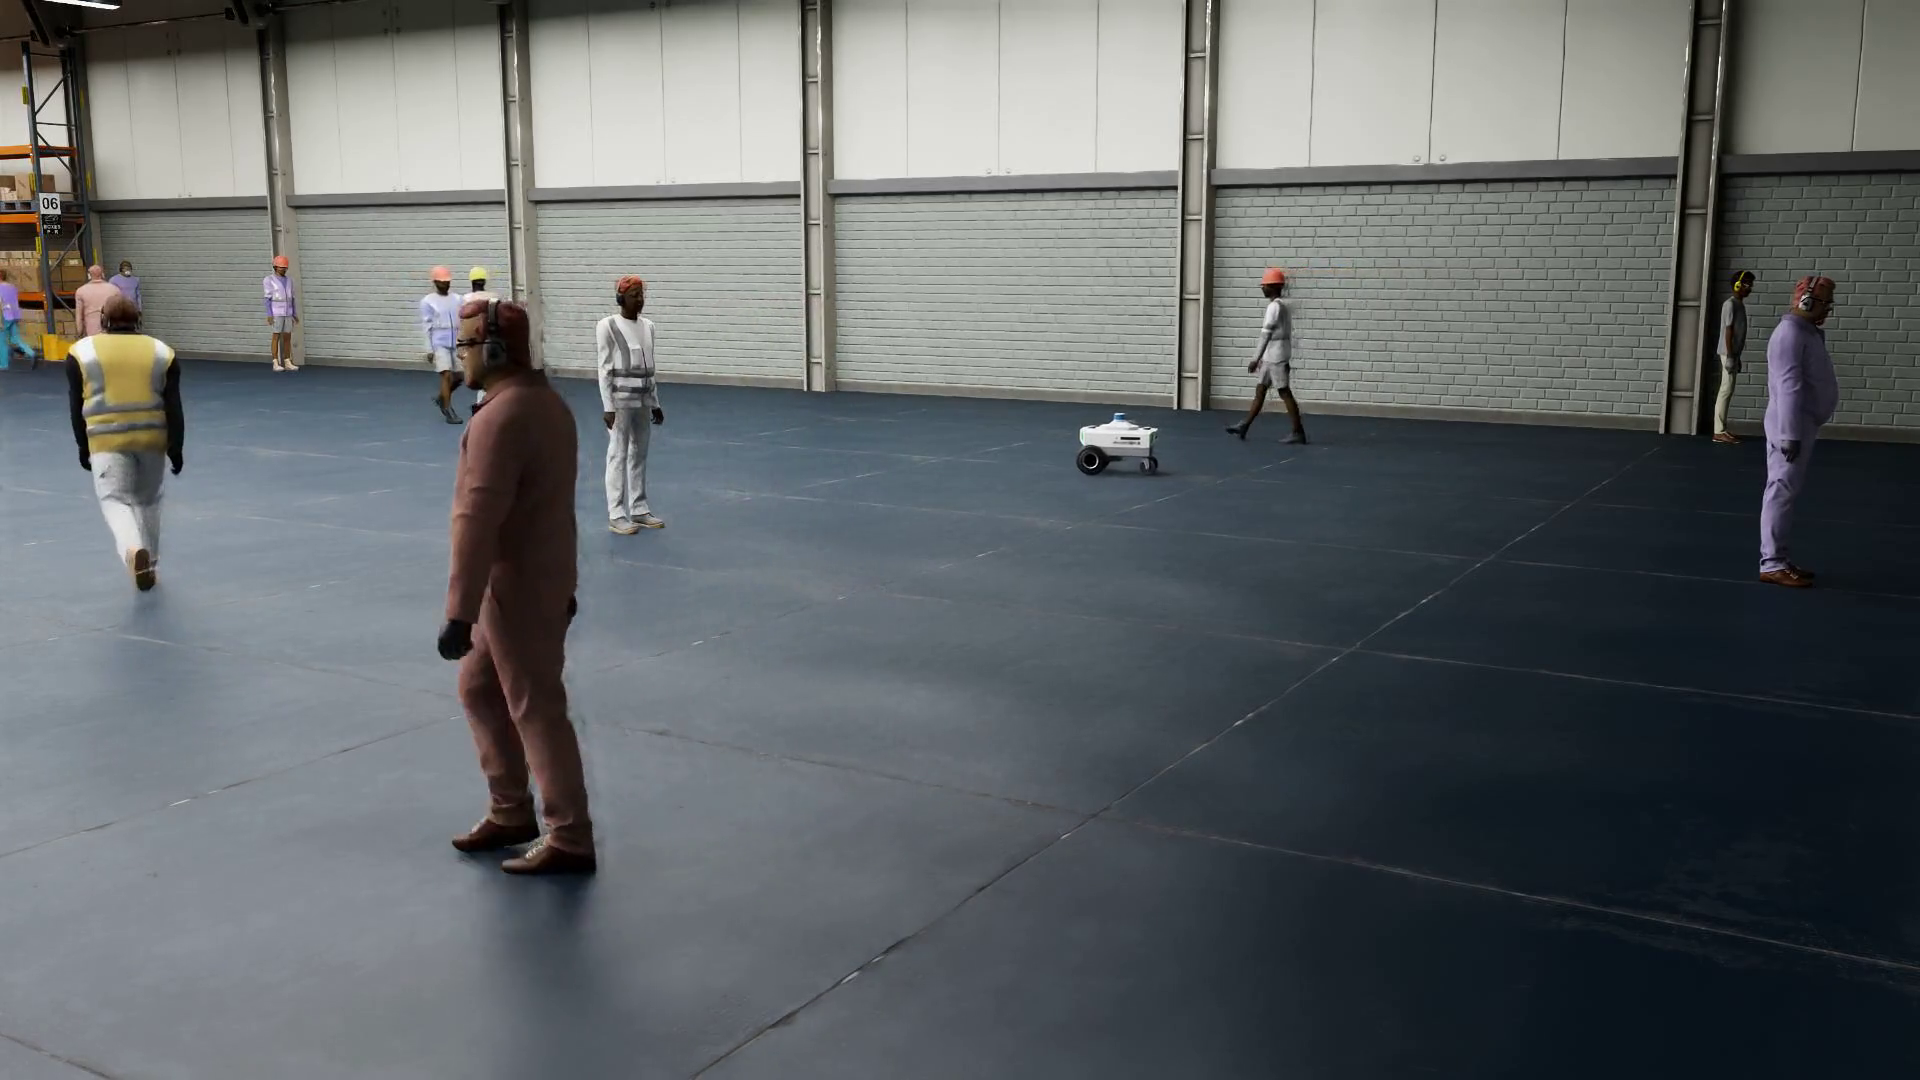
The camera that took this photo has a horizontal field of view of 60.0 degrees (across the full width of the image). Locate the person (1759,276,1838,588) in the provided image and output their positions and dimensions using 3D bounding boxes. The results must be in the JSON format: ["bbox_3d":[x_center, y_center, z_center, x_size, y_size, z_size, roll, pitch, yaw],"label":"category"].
[{"bbox_3d":[5.185,-0.672,10.285,0.406,1.903,0.639,6,11,31],"label":"person"}]

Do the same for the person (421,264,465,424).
[{"bbox_3d":[-6.236,-2.367,20.133,0.604,1.924,0.567,9,13,42],"label":"person"}]

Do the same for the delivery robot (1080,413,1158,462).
[{"bbox_3d":[1.485,-0.937,15.497,0.707,0.478,0.477,2,10,12],"label":"delivery robot"}]

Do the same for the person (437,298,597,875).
[{"bbox_3d":[-1.511,0.169,5.410,0.675,1.883,0.665,-1,10,-4],"label":"person"}]

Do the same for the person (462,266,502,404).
[{"bbox_3d":[-6.120,-2.562,21.365,0.593,1.902,0.852,-9,13,-42],"label":"person"}]

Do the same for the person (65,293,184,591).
[{"bbox_3d":[-4.966,-0.570,9.972,0.613,1.809,0.788,-7,12,-36],"label":"person"}]

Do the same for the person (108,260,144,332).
[{"bbox_3d":[-16.236,-4.473,32.441,0.371,1.935,0.627,6,11,31],"label":"person"}]

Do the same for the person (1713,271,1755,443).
[{"bbox_3d":[8.438,-1.994,18.134,0.327,1.865,0.521,6,11,31],"label":"person"}]

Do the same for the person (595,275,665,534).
[{"bbox_3d":[-2.417,-0.996,12.235,0.354,1.883,0.573,6,11,31],"label":"person"}]

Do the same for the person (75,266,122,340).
[{"bbox_3d":[-13.066,-3.217,25.288,0.664,1.857,1.011,-5,11,-27],"label":"person"}]

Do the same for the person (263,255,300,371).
[{"bbox_3d":[-11.929,-3.986,29.300,0.391,2.034,0.605,6,11,31],"label":"person"}]

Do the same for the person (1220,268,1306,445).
[{"bbox_3d":[3.320,-1.976,17.959,0.985,1.883,0.549,3,10,19],"label":"person"}]

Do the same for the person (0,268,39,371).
[{"bbox_3d":[-16.663,-3.863,29.213,0.721,1.824,0.572,1,10,8],"label":"person"}]
